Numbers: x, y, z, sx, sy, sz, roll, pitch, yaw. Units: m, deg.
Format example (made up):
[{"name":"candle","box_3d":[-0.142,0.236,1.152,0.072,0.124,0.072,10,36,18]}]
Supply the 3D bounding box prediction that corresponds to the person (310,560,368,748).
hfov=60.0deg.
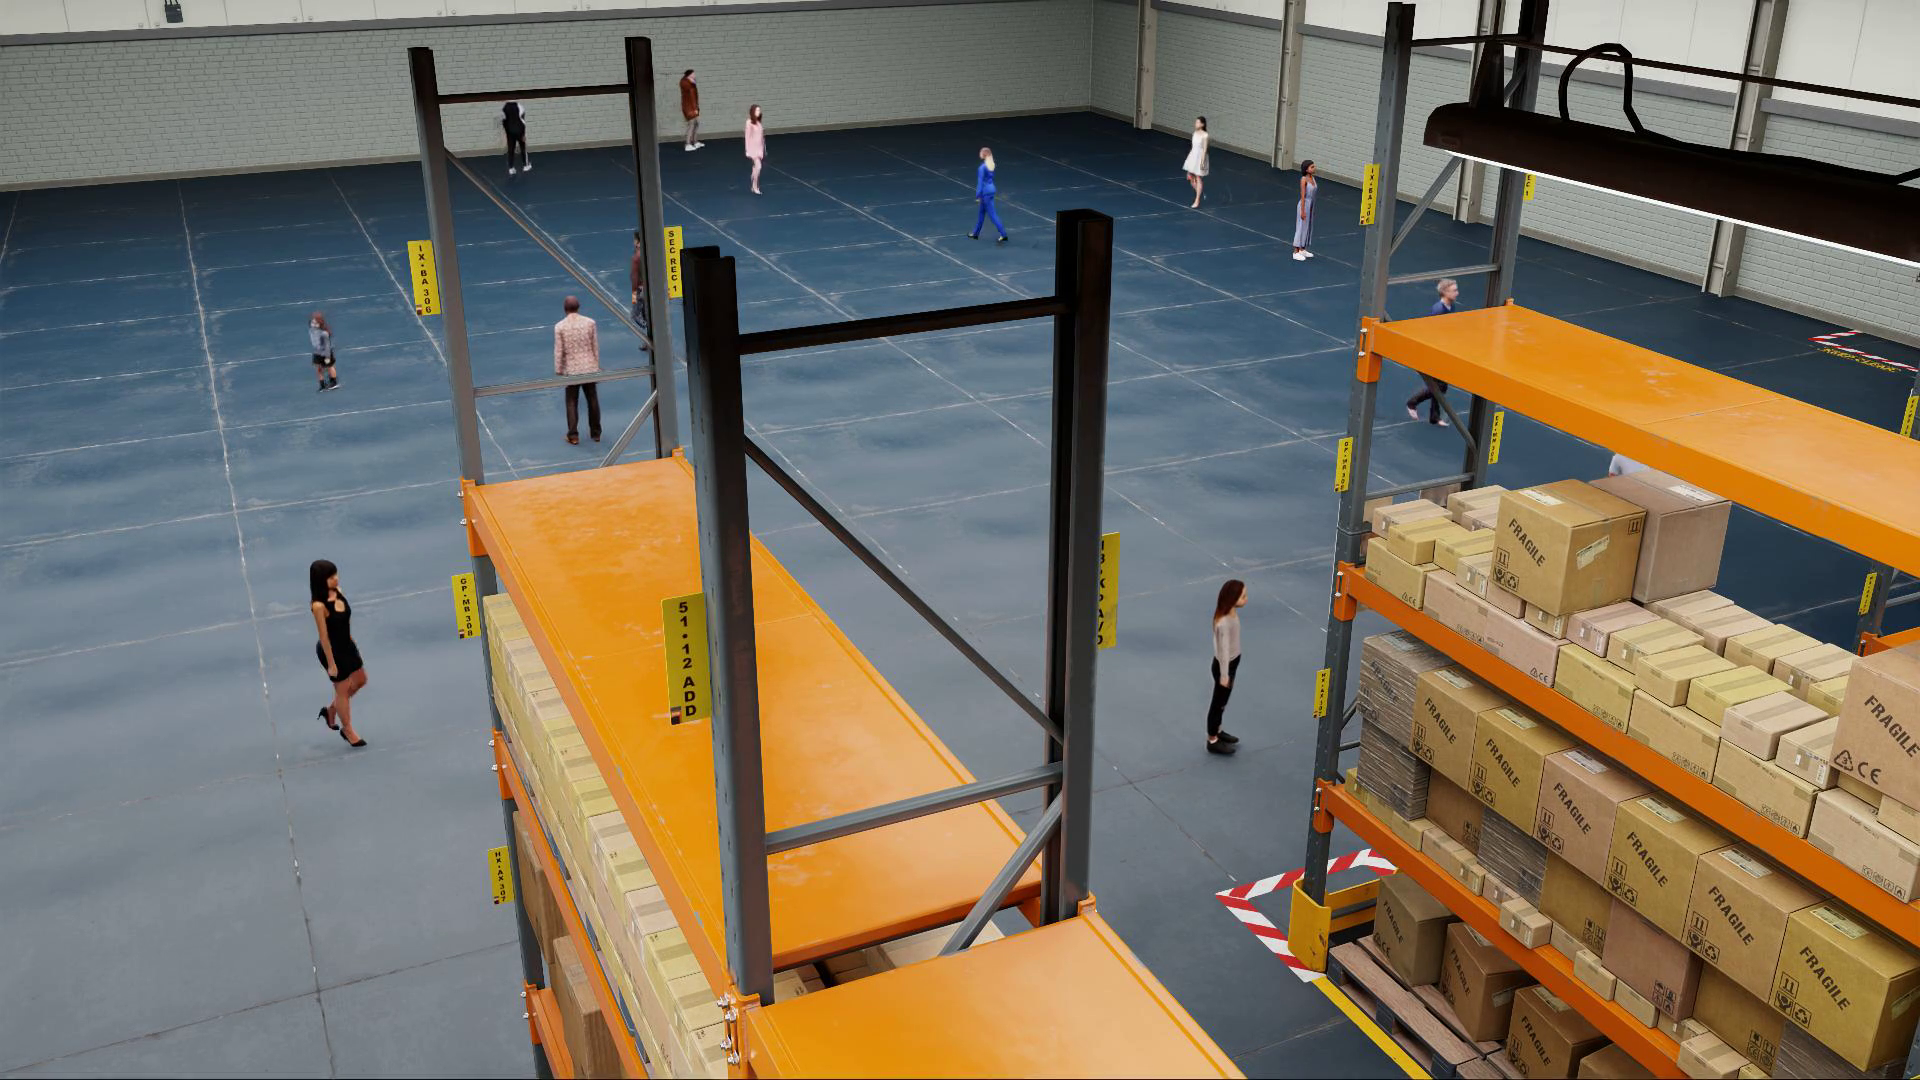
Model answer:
[{"name":"person","box_3d":[-5.014,0.902,13.197,0.800,1.635,0.743,3,23,8]}]

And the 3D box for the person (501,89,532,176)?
[{"name":"person","box_3d":[-9.559,-8.694,35.562,1.075,1.790,1.264,3,23,7]}]

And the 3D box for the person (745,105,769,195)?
[{"name":"person","box_3d":[-4.221,-7.917,33.740,0.789,1.788,0.758,14,27,30]}]

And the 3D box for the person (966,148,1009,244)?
[{"name":"person","box_3d":[0.576,-6.109,29.659,1.195,1.655,1.057,12,26,26]}]

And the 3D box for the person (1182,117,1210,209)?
[{"name":"person","box_3d":[4.730,-7.374,32.490,0.727,1.767,0.665,-12,26,-27]}]

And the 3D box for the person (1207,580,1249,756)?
[{"name":"person","box_3d":[2.099,0.986,13.191,0.659,1.484,0.585,6,24,14]}]

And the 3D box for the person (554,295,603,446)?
[{"name":"person","box_3d":[-4.535,-2.034,19.884,0.700,1.804,0.597,-11,26,-25]}]

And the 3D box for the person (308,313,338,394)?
[{"name":"person","box_3d":[-8.373,-2.480,21.866,0.659,1.074,0.727,9,25,20]}]

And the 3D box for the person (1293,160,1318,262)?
[{"name":"person","box_3d":[5.956,-5.697,28.638,0.660,1.696,0.654,16,28,34]}]

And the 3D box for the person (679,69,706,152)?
[{"name":"person","box_3d":[-6.304,-9.902,38.369,0.801,1.817,0.746,-12,26,-26]}]

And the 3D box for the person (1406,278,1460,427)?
[{"name":"person","box_3d":[5.817,-2.302,20.442,0.908,1.861,0.834,18,29,37]}]
